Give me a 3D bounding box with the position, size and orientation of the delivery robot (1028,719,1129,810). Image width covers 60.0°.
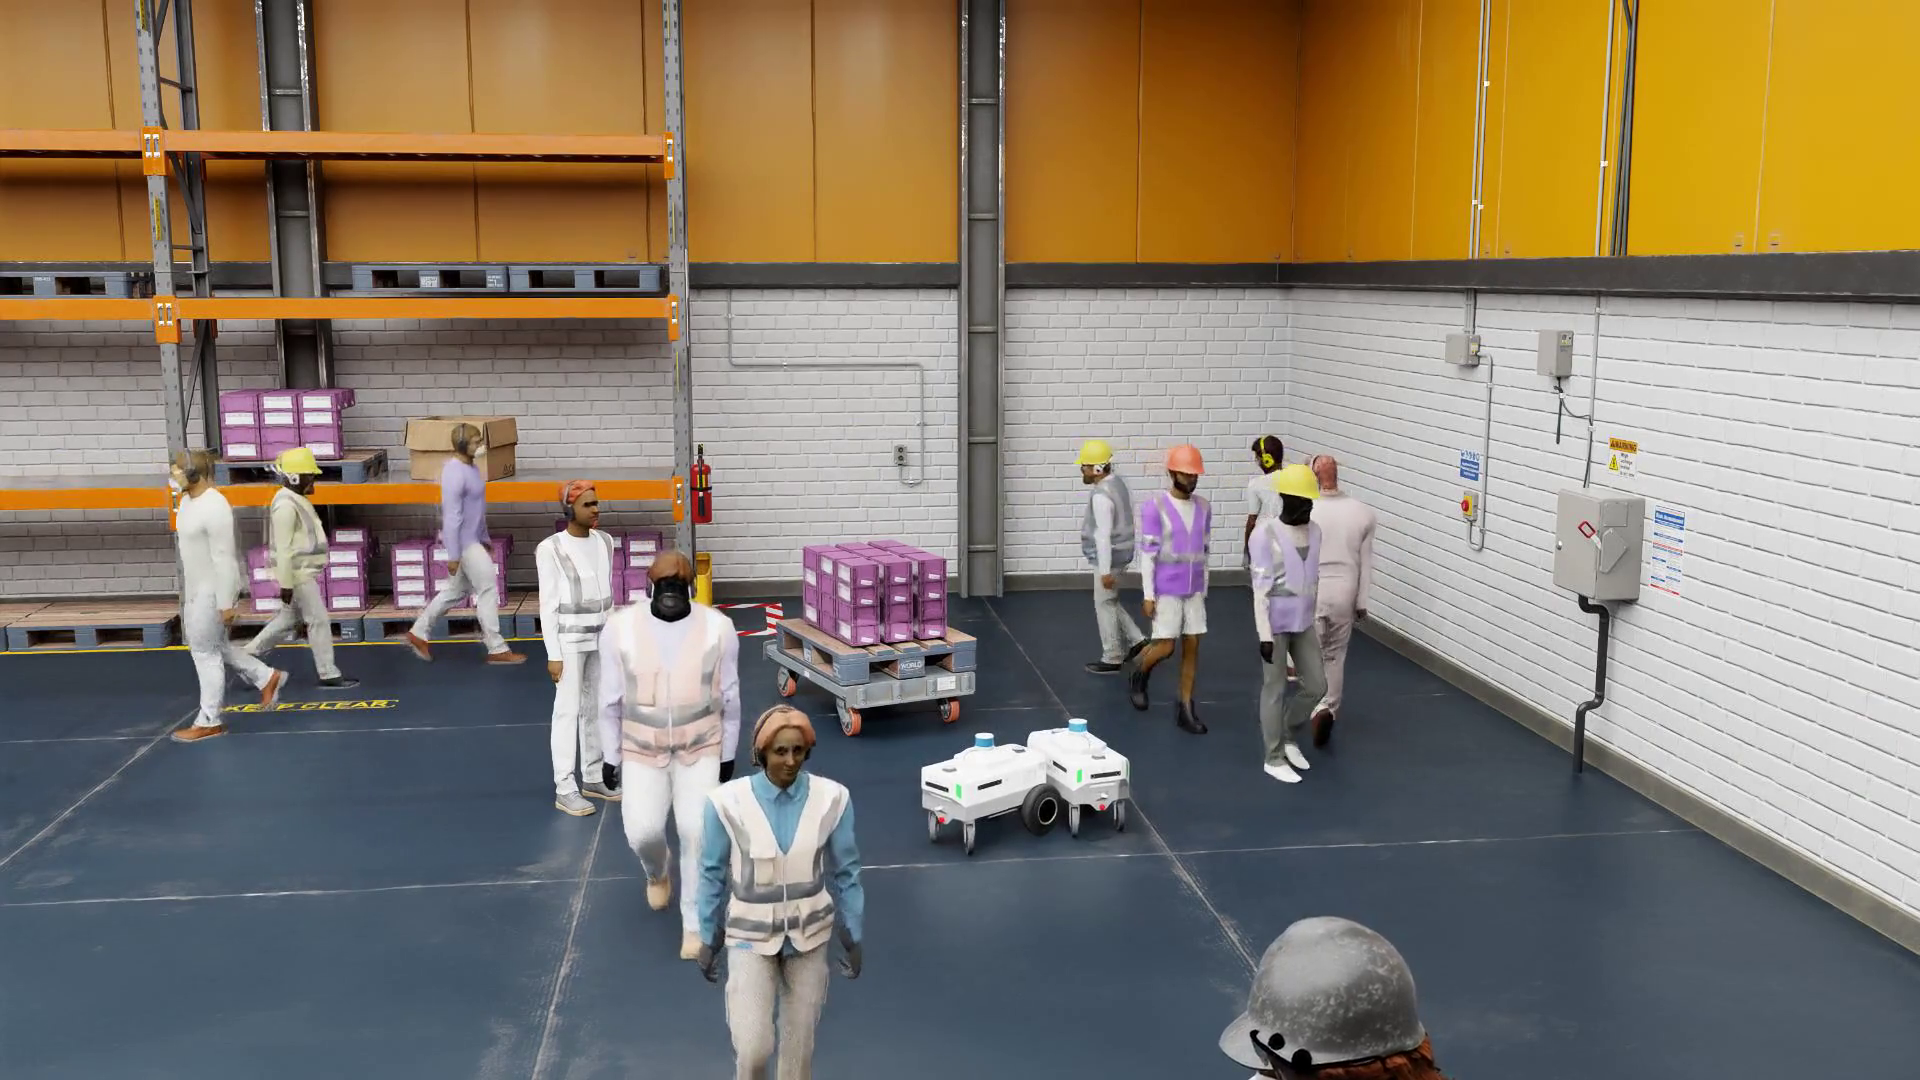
[{"bbox_3d":[0.652,1.237,9.234,0.477,0.478,0.707,-4,10,-21],"label":"delivery robot"}]

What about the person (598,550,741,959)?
[{"bbox_3d":[-1.299,0.929,7.498,0.636,1.823,0.578,-1,9,-8],"label":"person"}]

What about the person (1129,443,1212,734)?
[{"bbox_3d":[1.426,0.305,11.081,0.556,1.926,0.630,-5,10,-27],"label":"person"}]

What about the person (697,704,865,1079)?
[{"bbox_3d":[-0.585,1.343,5.513,0.553,1.621,0.382,-3,10,-18],"label":"person"}]

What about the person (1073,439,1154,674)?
[{"bbox_3d":[1.130,0.133,12.536,0.554,1.804,0.617,3,9,16],"label":"person"}]

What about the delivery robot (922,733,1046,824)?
[{"bbox_3d":[0.131,1.283,8.944,0.707,0.478,0.477,-8,12,-43],"label":"delivery robot"}]

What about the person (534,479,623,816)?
[{"bbox_3d":[-2.132,0.594,9.405,0.355,1.884,0.575,5,10,27],"label":"person"}]

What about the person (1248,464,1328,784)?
[{"bbox_3d":[1.960,0.499,9.907,0.600,1.912,0.407,-6,11,-32],"label":"person"}]

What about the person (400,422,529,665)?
[{"bbox_3d":[-3.885,0.034,12.839,0.940,1.908,0.630,-1,9,-7],"label":"person"}]

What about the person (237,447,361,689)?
[{"bbox_3d":[-4.863,0.222,12.016,0.840,1.803,0.588,-3,9,-16],"label":"person"}]

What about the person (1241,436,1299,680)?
[{"bbox_3d":[2.415,0.113,12.643,0.537,1.809,0.868,-3,9,-17],"label":"person"}]

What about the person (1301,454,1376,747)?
[{"bbox_3d":[2.362,0.379,10.814,0.636,1.872,0.851,0,9,-2],"label":"person"}]

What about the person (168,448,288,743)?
[{"bbox_3d":[-4.828,0.342,10.882,0.687,1.918,0.633,-7,12,-39],"label":"person"}]
